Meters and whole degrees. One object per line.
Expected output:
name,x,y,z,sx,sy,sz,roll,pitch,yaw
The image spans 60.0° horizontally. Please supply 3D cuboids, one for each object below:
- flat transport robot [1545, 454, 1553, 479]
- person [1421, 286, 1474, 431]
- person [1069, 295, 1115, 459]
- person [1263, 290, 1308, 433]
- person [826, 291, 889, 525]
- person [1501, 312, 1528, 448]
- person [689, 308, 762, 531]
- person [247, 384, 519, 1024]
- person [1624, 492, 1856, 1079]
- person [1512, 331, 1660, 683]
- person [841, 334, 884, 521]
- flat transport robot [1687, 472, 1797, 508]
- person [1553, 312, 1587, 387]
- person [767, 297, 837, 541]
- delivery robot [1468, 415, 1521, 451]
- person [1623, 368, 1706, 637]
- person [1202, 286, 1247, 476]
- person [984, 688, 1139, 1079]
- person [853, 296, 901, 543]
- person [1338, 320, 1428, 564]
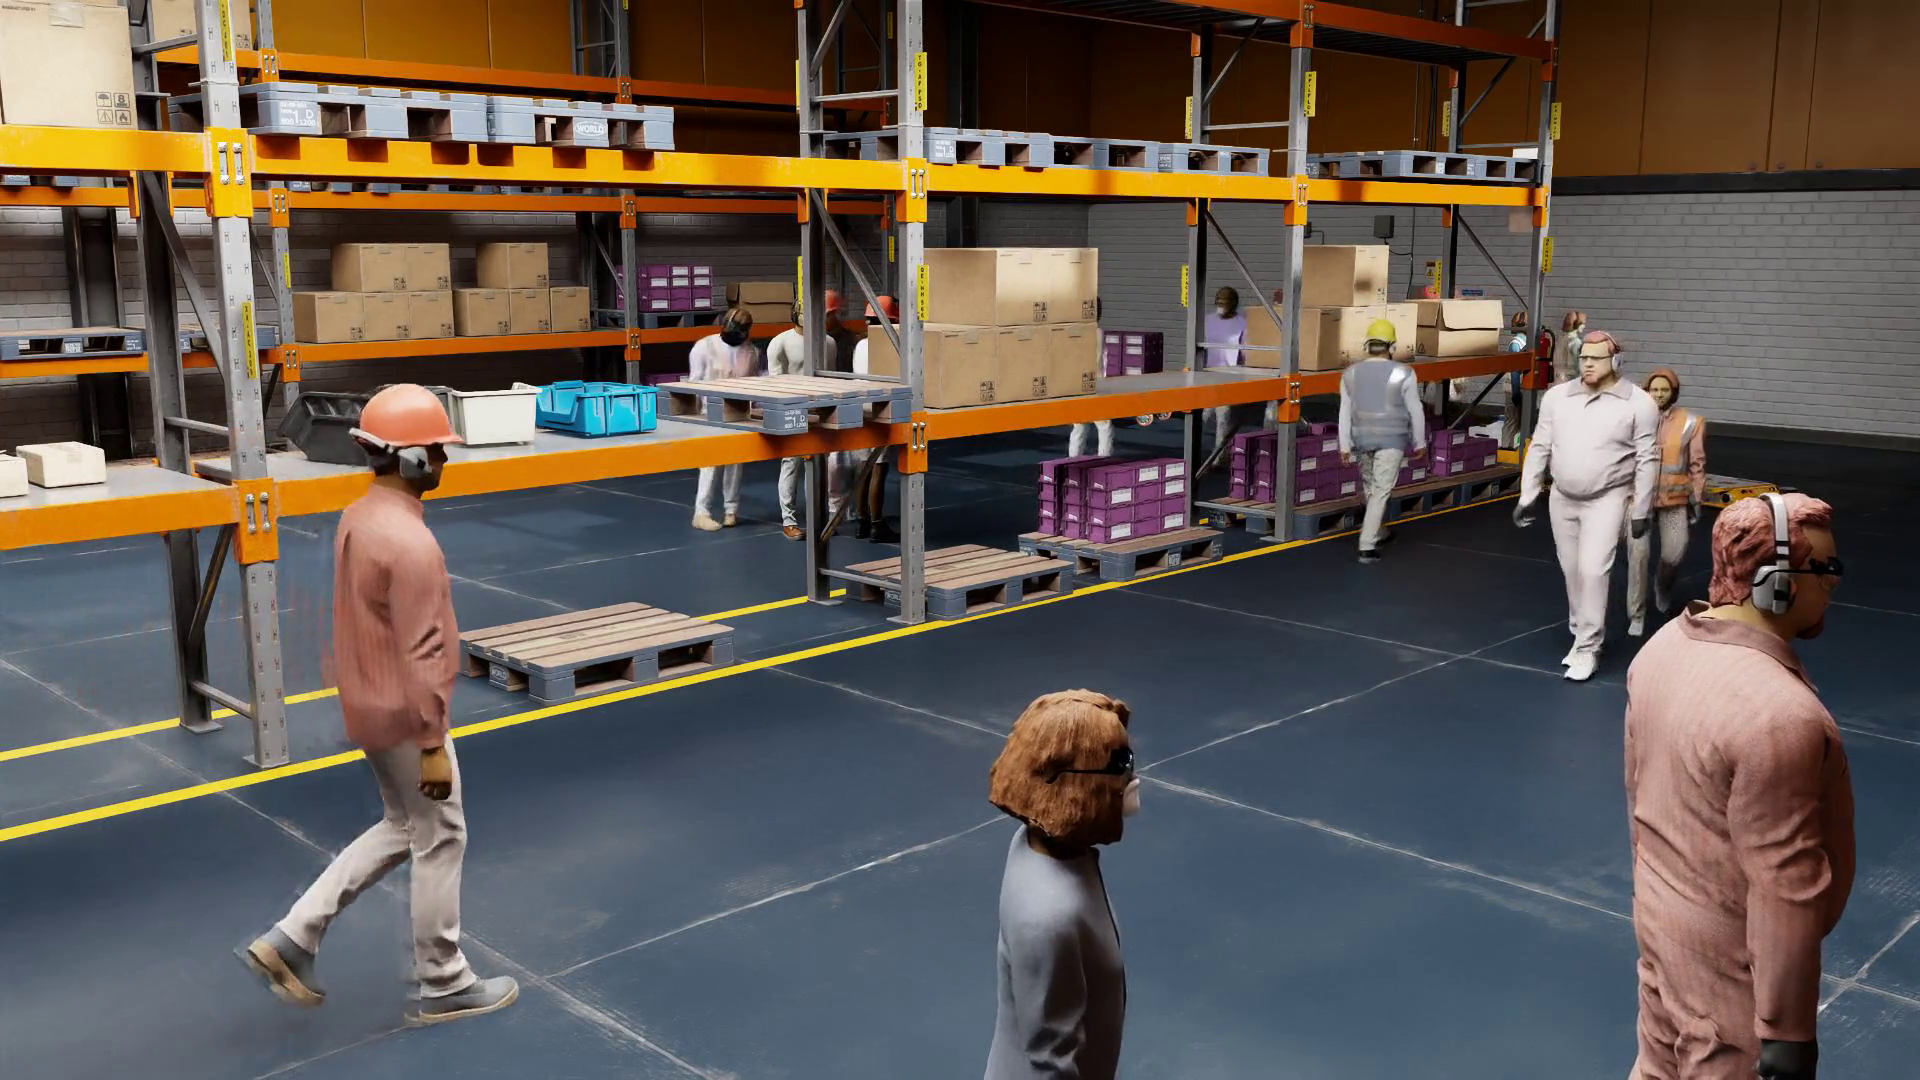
flat transport robot,6.024,-0.678,16.168,0.652,0.197,1.431,-4,11,-21
person,5.239,-1.787,17.856,0.986,1.879,0.562,1,10,7
person,1.242,-1.376,15.610,0.597,1.863,0.595,-6,12,-29
person,3.458,-1.697,17.425,0.881,1.854,0.586,0,10,-3
person,-0.997,-1.090,13.827,0.666,1.958,0.679,2,11,10
person,5.657,-1.491,16.867,0.307,1.641,0.511,5,12,26
person,-1.930,-0.988,13.698,0.661,1.824,0.454,-8,13,-36
person,-1.735,0.526,4.953,0.664,1.975,0.623,-7,13,-34
person,1.587,0.846,3.399,0.408,1.906,0.653,0,10,1
person,3.370,-0.186,9.092,0.791,1.880,0.656,-9,14,-42
person,-0.813,-0.917,13.855,0.499,1.614,0.655,1,10,5
flat transport robot,6.691,-0.447,14.911,0.652,0.197,1.431,-5,12,-25
person,6.535,-1.599,17.579,0.835,1.594,0.538,0,10,3
person,-1.225,-0.974,13.234,0.630,1.940,0.372,-9,13,-39
delivery robot,5.595,-1.047,17.152,0.477,0.478,0.707,-6,12,-31
person,4.230,-0.244,10.109,0.524,1.620,0.550,4,11,20
person,2.700,-1.610,16.802,0.693,1.902,0.668,8,13,39
person,0.179,1.059,2.977,0.286,1.634,0.500,1,10,4
person,-0.633,-0.944,13.082,0.375,1.932,0.549,-5,12,-26
person,3.148,-0.735,12.372,0.595,1.790,0.900,9,14,42
